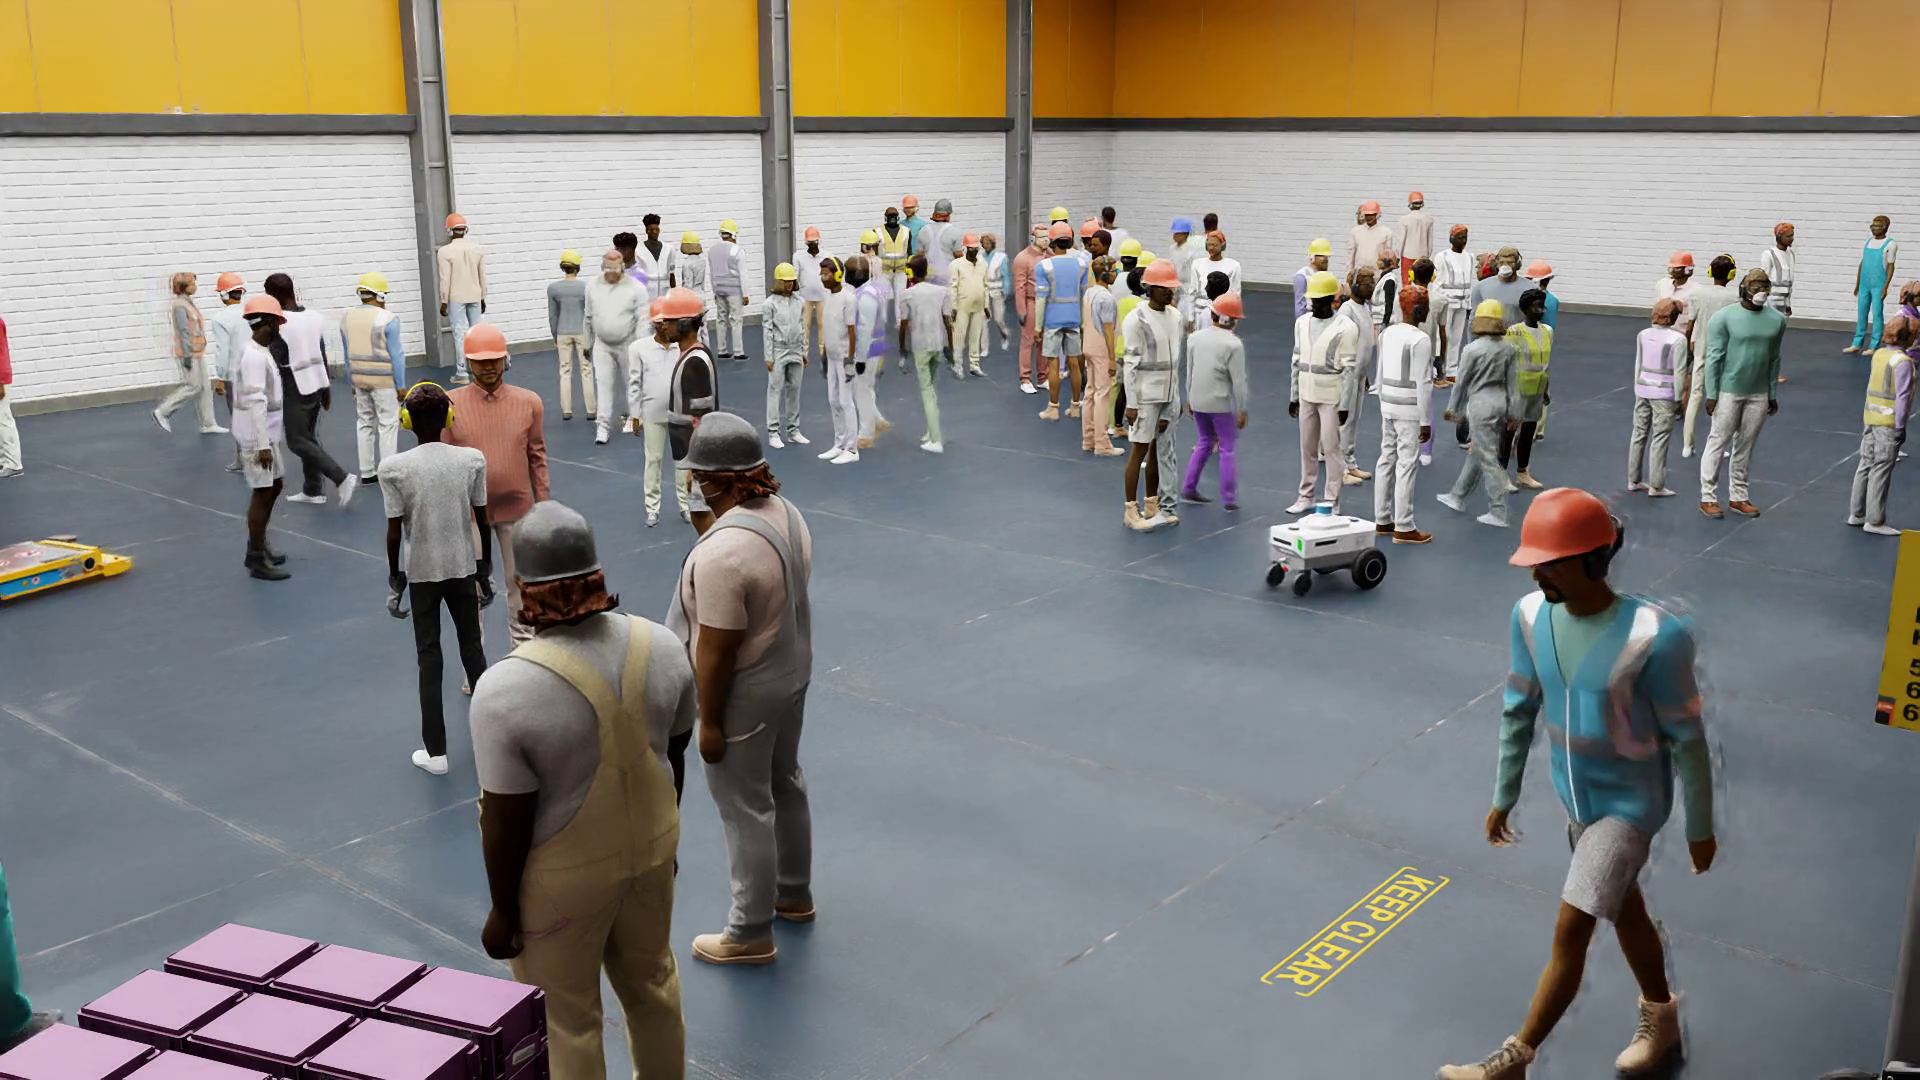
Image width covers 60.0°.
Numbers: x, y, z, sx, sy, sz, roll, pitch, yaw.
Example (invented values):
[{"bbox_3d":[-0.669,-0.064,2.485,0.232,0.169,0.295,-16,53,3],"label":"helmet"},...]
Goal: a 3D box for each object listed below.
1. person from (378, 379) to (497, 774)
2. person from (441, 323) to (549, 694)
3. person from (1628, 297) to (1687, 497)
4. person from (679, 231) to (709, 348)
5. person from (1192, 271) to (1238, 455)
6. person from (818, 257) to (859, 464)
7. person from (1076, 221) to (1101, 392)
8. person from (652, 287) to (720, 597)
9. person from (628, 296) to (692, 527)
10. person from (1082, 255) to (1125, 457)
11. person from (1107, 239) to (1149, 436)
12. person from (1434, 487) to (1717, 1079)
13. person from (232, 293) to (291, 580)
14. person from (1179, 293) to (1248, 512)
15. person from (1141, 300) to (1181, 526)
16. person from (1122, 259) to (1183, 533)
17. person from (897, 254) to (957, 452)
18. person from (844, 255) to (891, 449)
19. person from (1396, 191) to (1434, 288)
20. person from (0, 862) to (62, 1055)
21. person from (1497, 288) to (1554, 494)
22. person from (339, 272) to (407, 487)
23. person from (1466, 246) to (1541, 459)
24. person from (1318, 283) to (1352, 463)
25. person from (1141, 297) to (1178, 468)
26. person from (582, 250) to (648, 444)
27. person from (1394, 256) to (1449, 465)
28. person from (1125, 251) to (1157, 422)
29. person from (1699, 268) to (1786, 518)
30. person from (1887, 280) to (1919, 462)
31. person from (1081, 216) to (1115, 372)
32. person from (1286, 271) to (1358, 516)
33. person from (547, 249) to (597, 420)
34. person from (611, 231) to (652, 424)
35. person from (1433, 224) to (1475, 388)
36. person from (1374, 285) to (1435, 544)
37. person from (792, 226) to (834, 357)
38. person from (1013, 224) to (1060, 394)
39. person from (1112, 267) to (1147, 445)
[{"bbox_3d":[-2.440,0.176,7.817,0.513,1.872,0.328,-9,16,-31],"label":"person"},{"bbox_3d":[-2.506,-0.169,8.942,0.608,1.996,0.379,-7,15,-24],"label":"person"},{"bbox_3d":[5.736,-1.172,13.694,0.313,1.632,0.517,-6,15,-22],"label":"person"},{"bbox_3d":[-3.273,-2.899,20.363,0.297,1.744,0.487,4,15,15],"label":"person"},{"bbox_3d":[2.368,-1.639,15.420,0.319,1.697,0.532,10,17,34],"label":"person"},{"bbox_3d":[-1.111,-1.620,15.036,0.346,1.857,0.523,-10,17,-34],"label":"person"},{"bbox_3d":[1.470,-2.669,19.044,0.364,1.939,0.542,1,14,2],"label":"person"},{"bbox_3d":[-1.677,-0.542,10.336,0.391,2.040,0.615,-2,14,-9],"label":"person"},{"bbox_3d":[-2.227,-0.974,12.647,0.572,1.750,0.330,-4,15,-17],"label":"person"},{"bbox_3d":[1.309,-1.692,15.335,0.346,1.846,0.506,-5,15,-21],"label":"person"},{"bbox_3d":[1.643,-1.969,16.270,0.587,1.927,0.364,4,15,16],"label":"person"},{"bbox_3d":[1.923,0.803,5.117,1.056,1.958,0.619,-6,15,-23],"label":"person"},{"bbox_3d":[-4.687,-0.680,11.168,0.428,1.914,0.731,-4,15,-15],"label":"person"},{"bbox_3d":[2.049,-1.093,13.188,0.377,1.722,0.591,-11,18,-36],"label":"person"},{"bbox_3d":[1.516,-0.982,12.733,0.324,1.730,0.490,-1,14,-6],"label":"person"},{"bbox_3d":[1.478,-1.082,12.494,0.388,2.041,0.615,14,19,43],"label":"person"},{"bbox_3d":[-0.338,-1.756,15.612,0.512,1.827,0.650,-9,16,-31],"label":"person"},{"bbox_3d":[-0.921,-1.758,15.629,0.436,1.828,0.658,-2,14,-8],"label":"person"},{"bbox_3d":[7.082,-4.439,26.006,0.612,1.994,0.395,-3,14,-12],"label":"person"},{"bbox_3d":[-3.224,0.923,5.103,0.526,1.735,0.831,1,14,4],"label":"person"},{"bbox_3d":[4.704,-1.241,13.830,0.535,1.697,0.318,-8,16,-28],"label":"person"},{"bbox_3d":[-4.897,-1.336,13.989,0.581,1.816,0.421,6,15,23],"label":"person"},{"bbox_3d":[4.959,-1.715,15.236,0.635,1.939,0.367,6,15,22],"label":"person"},{"bbox_3d":[3.371,-1.467,14.847,0.310,1.642,0.514,-2,14,-7],"label":"person"},{"bbox_3d":[1.746,-1.393,14.564,0.268,1.632,0.509,-3,14,-10],"label":"person"},{"bbox_3d":[-3.352,-1.900,16.188,0.682,1.849,0.990,1,14,3],"label":"person"},{"bbox_3d":[4.082,-1.593,14.886,0.536,1.869,0.314,-1,14,-3],"label":"person"},{"bbox_3d":[1.874,-2.032,16.851,0.312,1.768,0.529,-3,14,-10],"label":"person"},{"bbox_3d":[6.069,-1.133,12.911,0.630,1.940,0.373,-2,14,-9],"label":"person"},{"bbox_3d":[8.574,-1.541,15.148,0.311,1.638,0.523,12,19,40],"label":"person"},{"bbox_3d":[1.636,-3.036,20.580,0.405,1.906,0.652,-6,15,-23],"label":"person"},{"bbox_3d":[2.789,-1.117,12.887,0.397,1.919,0.587,-11,18,-36],"label":"person"},{"bbox_3d":[-3.972,-2.110,17.165,0.525,1.769,0.309,1,14,3],"label":"person"},{"bbox_3d":[-3.335,-2.166,17.003,0.375,1.957,0.603,-5,15,-19],"label":"person"},{"bbox_3d":[5.744,-2.722,19.367,0.585,1.882,0.343,-7,16,-27],"label":"person"},{"bbox_3d":[3.255,-0.914,12.147,0.355,1.883,0.575,-5,15,-19],"label":"person"},{"bbox_3d":[-1.865,-3.125,21.246,0.573,1.749,0.342,-2,14,-6],"label":"person"},{"bbox_3d":[0.909,-2.636,18.981,0.641,1.908,0.407,-12,18,-40],"label":"person"},{"bbox_3d":[1.667,-1.769,15.962,0.320,1.690,0.537,-8,16,-29],"label":"person"}]
